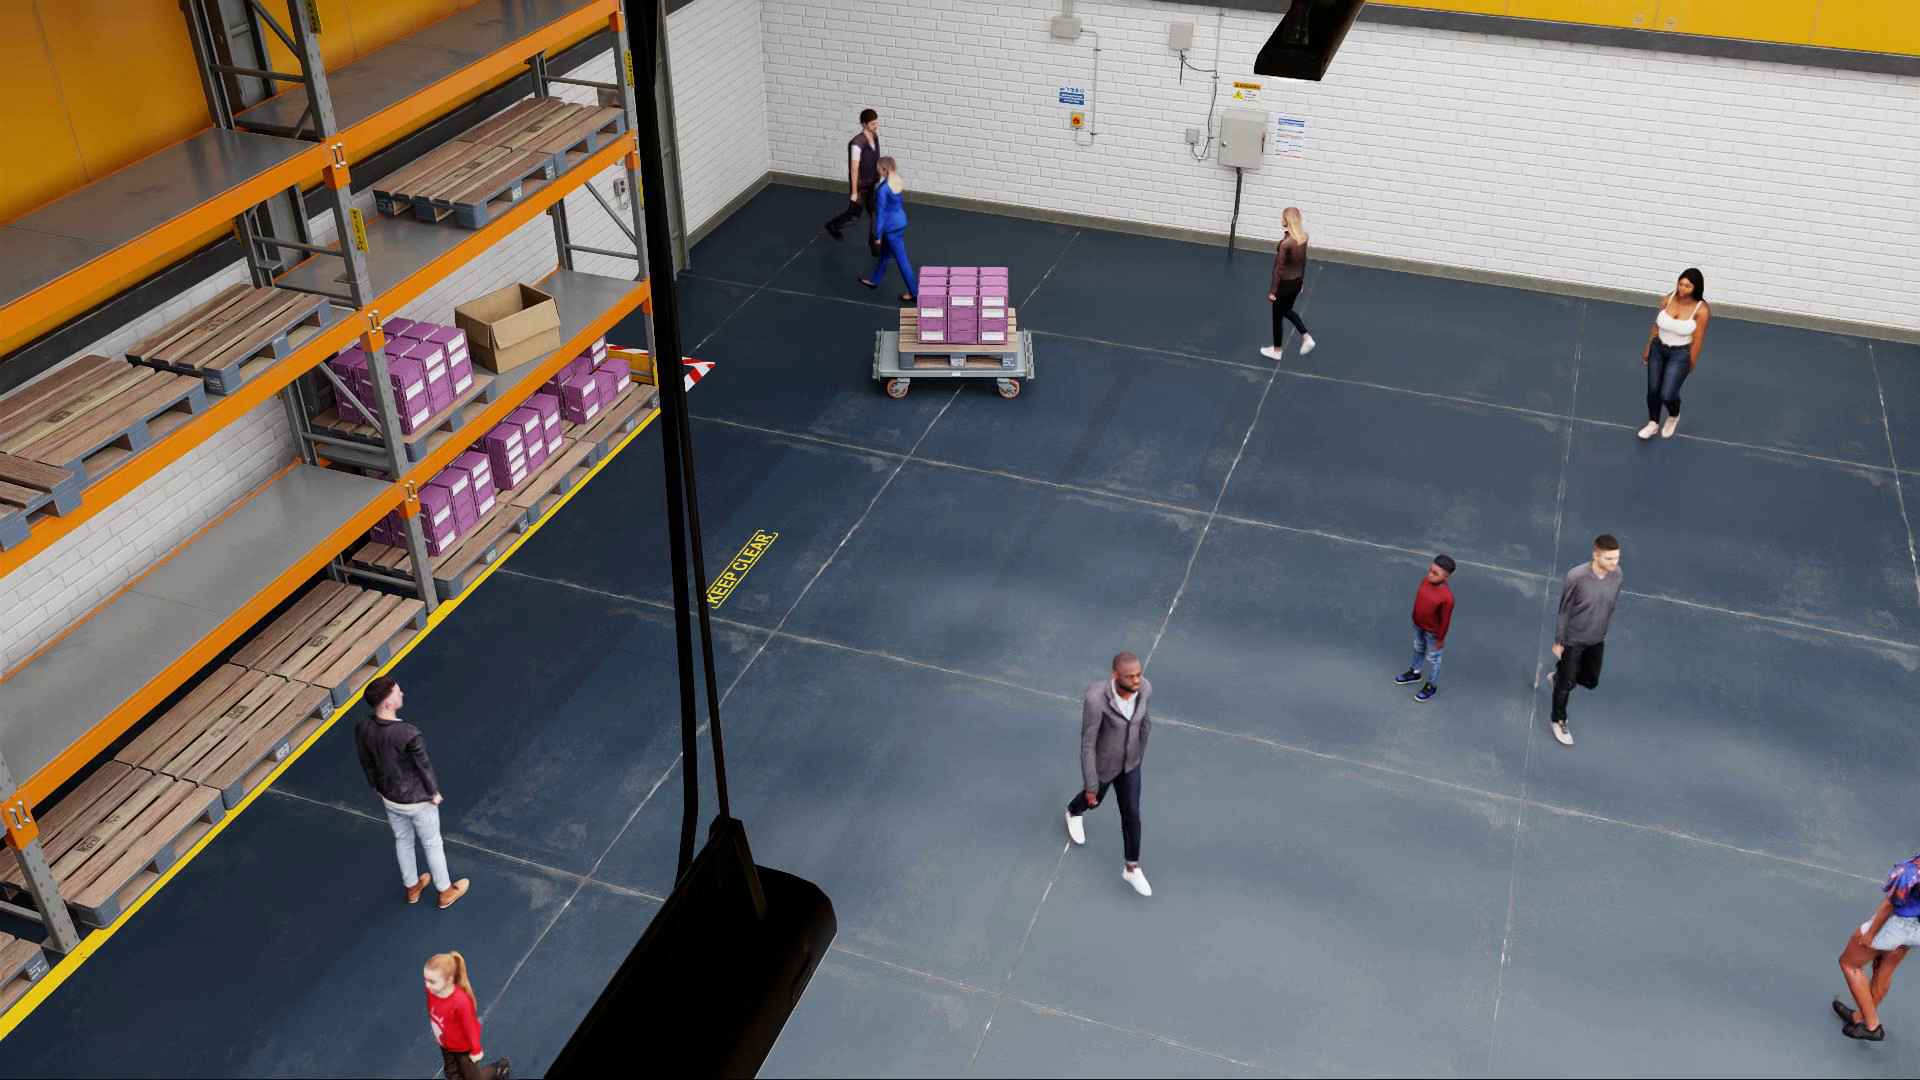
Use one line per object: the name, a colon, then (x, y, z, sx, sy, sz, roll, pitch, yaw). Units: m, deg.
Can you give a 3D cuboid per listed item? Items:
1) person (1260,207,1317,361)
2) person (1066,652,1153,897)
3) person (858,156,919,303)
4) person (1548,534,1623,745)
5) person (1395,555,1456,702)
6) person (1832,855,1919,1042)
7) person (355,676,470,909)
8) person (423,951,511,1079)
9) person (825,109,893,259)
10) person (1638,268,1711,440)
person: (3.476, -2.610, 17.266, 0.834, 1.688, 0.855, 25, 41, 33)
person: (0.956, 1.446, 11.077, 1.177, 1.784, 1.261, -13, 36, -18)
person: (-0.646, -3.428, 18.521, 0.705, 1.661, 0.965, 14, 36, 20)
person: (4.543, 0.663, 12.285, 0.839, 1.750, 0.933, -7, 34, -11)
person: (3.619, 0.640, 12.768, 0.637, 1.255, 0.573, -13, 36, -19)
person: (5.550, 2.347, 9.765, 0.760, 1.735, 0.820, -10, 35, -15)
person: (-3.572, 1.645, 10.730, 0.657, 1.836, 0.555, 9, 35, 14)
person: (-2.820, 2.814, 9.481, 0.562, 1.272, 0.721, 18, 38, 25)
person: (-1.215, -4.197, 19.556, 0.933, 1.796, 1.163, 20, 39, 28)
person: (6.865, -1.795, 15.941, 0.843, 1.797, 0.788, -23, 40, -30)
